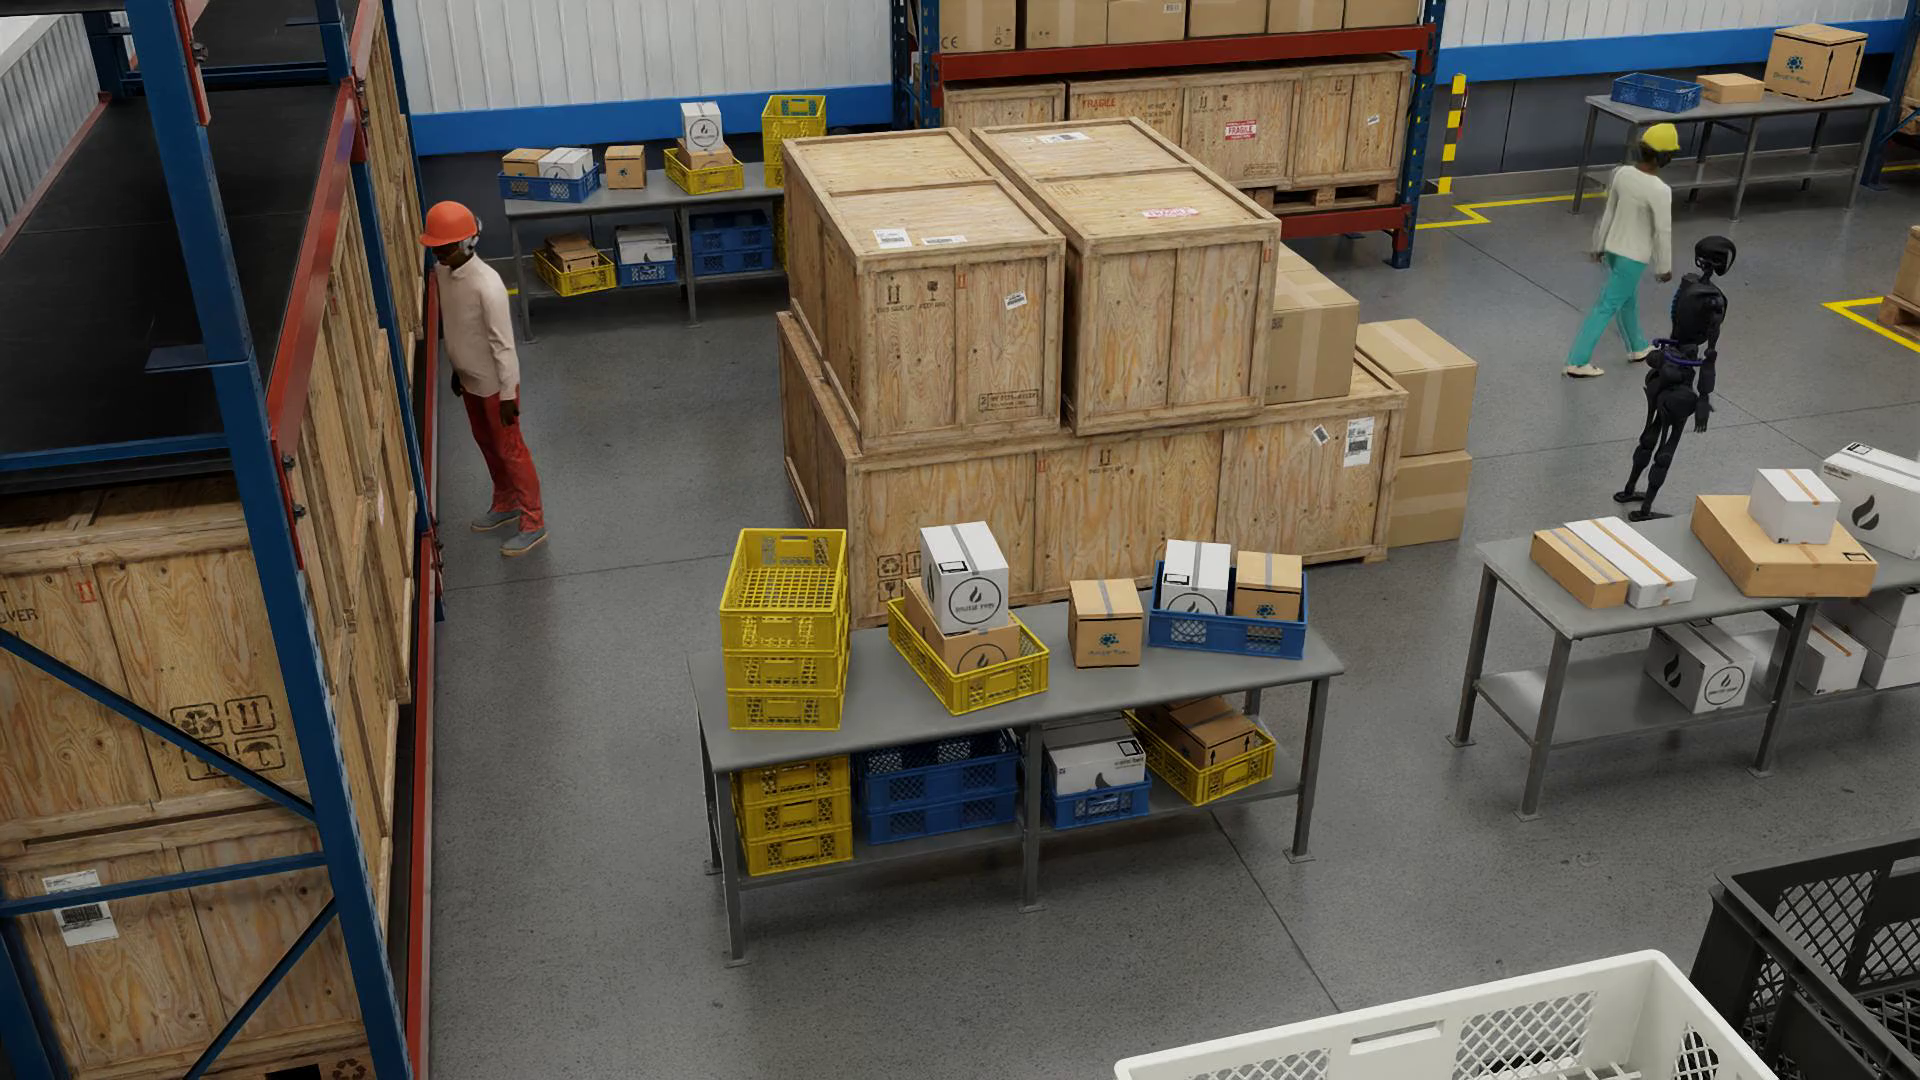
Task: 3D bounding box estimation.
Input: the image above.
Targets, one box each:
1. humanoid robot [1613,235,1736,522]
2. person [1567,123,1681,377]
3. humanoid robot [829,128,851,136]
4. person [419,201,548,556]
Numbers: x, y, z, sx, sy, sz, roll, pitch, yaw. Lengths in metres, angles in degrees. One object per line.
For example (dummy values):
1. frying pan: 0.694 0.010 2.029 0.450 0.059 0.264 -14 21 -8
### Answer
1. humanoid robot: 4.015 -0.898 9.284 0.330 1.650 0.571 0 29 0
2. person: 4.552 -1.911 11.068 0.879 1.719 0.541 -7 30 -13
3. humanoid robot: -0.786 -1.931 11.146 0.601 1.657 0.313 3 29 6
4. person: -2.573 -0.858 8.910 0.424 1.982 0.626 -22 36 -35
